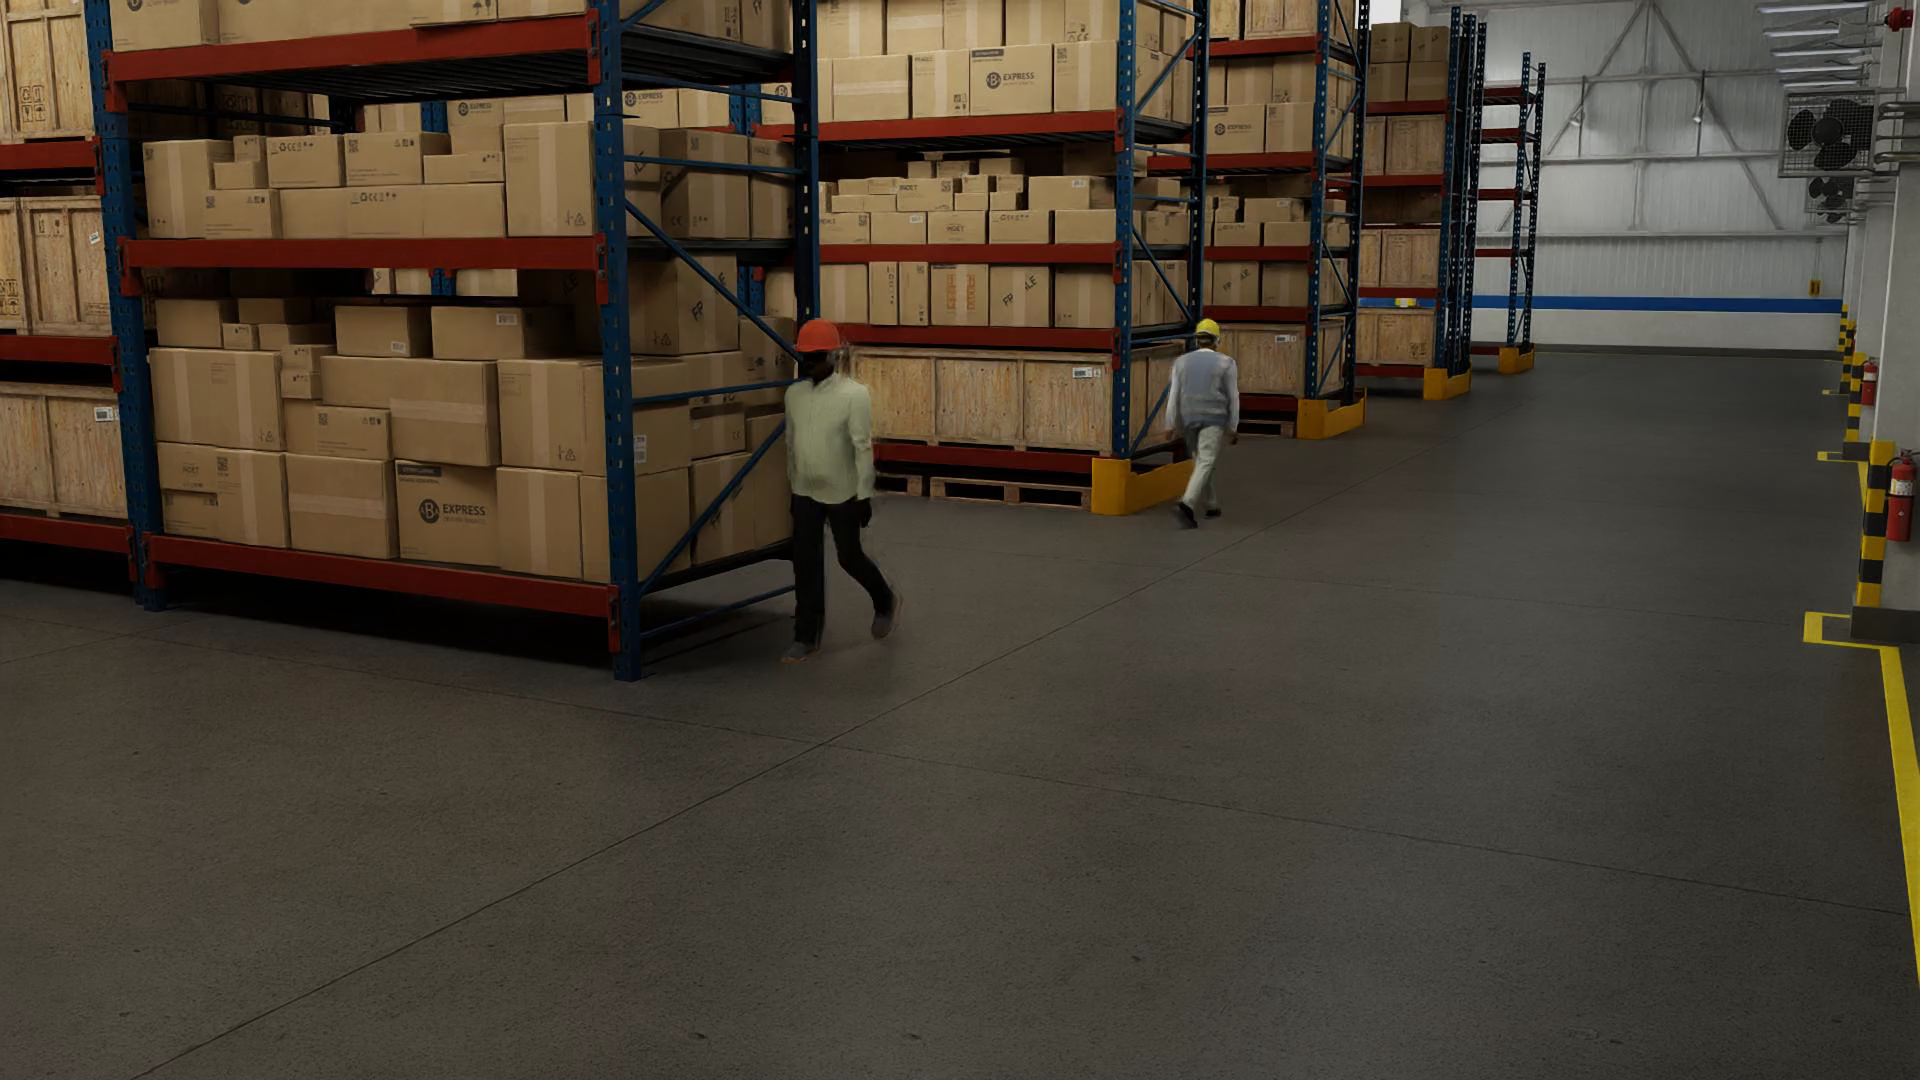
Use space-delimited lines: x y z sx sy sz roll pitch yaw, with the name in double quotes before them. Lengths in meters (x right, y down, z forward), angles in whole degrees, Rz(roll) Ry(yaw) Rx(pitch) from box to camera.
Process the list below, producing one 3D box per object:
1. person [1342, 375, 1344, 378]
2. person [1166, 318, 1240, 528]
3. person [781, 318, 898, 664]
"person" 7.192 -3.975 31.058 0.417 1.914 0.543 6 12 33
"person" 2.069 -1.010 14.310 0.609 1.782 0.896 6 11 31
"person" -0.711 -0.307 9.670 0.634 1.973 0.870 6 11 31
